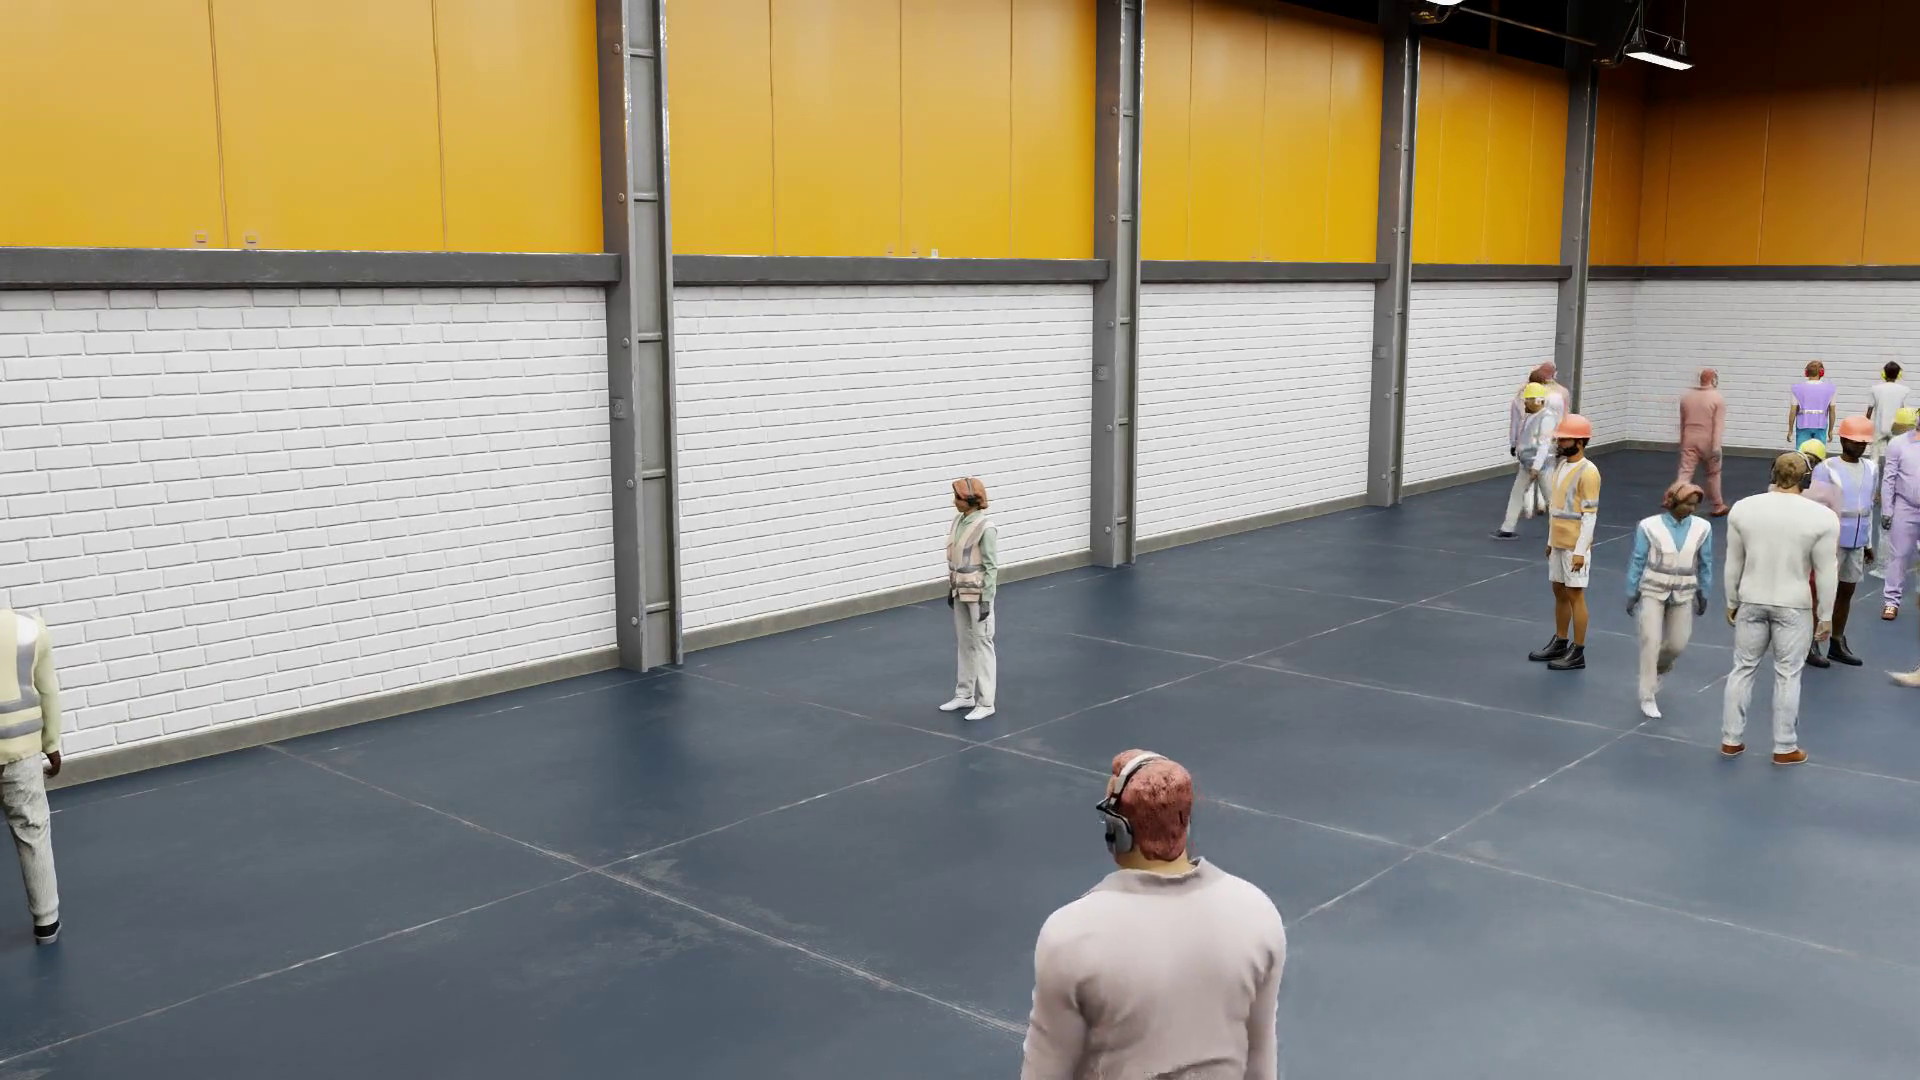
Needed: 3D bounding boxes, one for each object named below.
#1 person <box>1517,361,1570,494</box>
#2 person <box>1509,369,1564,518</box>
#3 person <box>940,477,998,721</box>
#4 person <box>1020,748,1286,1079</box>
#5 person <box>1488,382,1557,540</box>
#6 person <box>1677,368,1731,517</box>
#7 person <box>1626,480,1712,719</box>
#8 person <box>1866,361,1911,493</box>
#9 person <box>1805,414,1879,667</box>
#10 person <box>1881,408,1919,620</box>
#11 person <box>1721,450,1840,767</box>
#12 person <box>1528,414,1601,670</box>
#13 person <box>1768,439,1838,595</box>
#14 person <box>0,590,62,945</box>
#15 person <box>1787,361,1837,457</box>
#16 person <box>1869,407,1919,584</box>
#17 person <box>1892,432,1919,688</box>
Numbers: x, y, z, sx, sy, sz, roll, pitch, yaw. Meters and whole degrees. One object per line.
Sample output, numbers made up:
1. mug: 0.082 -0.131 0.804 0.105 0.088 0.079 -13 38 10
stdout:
1. person: 7.499 -1.363 21.421 0.646 1.878 0.802 3 10 20
2. person: 7.100 -1.190 20.513 0.644 1.819 0.580 3 10 21
3. person: 0.078 0.388 11.185 0.312 1.638 0.512 -5 10 -30
4. person: 0.467 1.433 3.899 0.643 1.879 0.822 -4 10 -23
5. person: 6.478 -0.871 18.624 0.928 1.789 0.594 -1 9 -8
6. person: 9.068 -1.169 20.300 1.018 1.848 0.658 -6 11 -33
7. person: 4.808 0.371 11.348 0.561 1.613 0.565 1 9 5
8. person: 12.218 -1.423 21.903 0.528 1.858 0.400 5 10 28
9. person: 6.720 0.009 12.633 0.550 1.933 0.374 -2 9 -13
10. person: 8.264 -0.239 14.282 0.641 1.908 0.408 4 10 22
11. person: 4.991 0.414 10.152 0.644 1.927 0.391 8 12 41
12. person: 4.600 0.012 12.594 0.349 1.942 0.545 -1 9 -7
13. person: 6.470 0.079 12.838 0.520 1.719 0.879 3 10 20
14. person: -4.253 0.918 7.276 0.586 1.823 0.403 -7 12 -38
15. person: 11.334 -1.459 22.152 0.564 1.839 0.395 3 10 19
16. person: 9.162 -0.425 16.057 0.484 1.713 0.789 0 9 -1
17. person: 7.109 0.063 12.020 0.441 2.025 0.852 8 12 43
